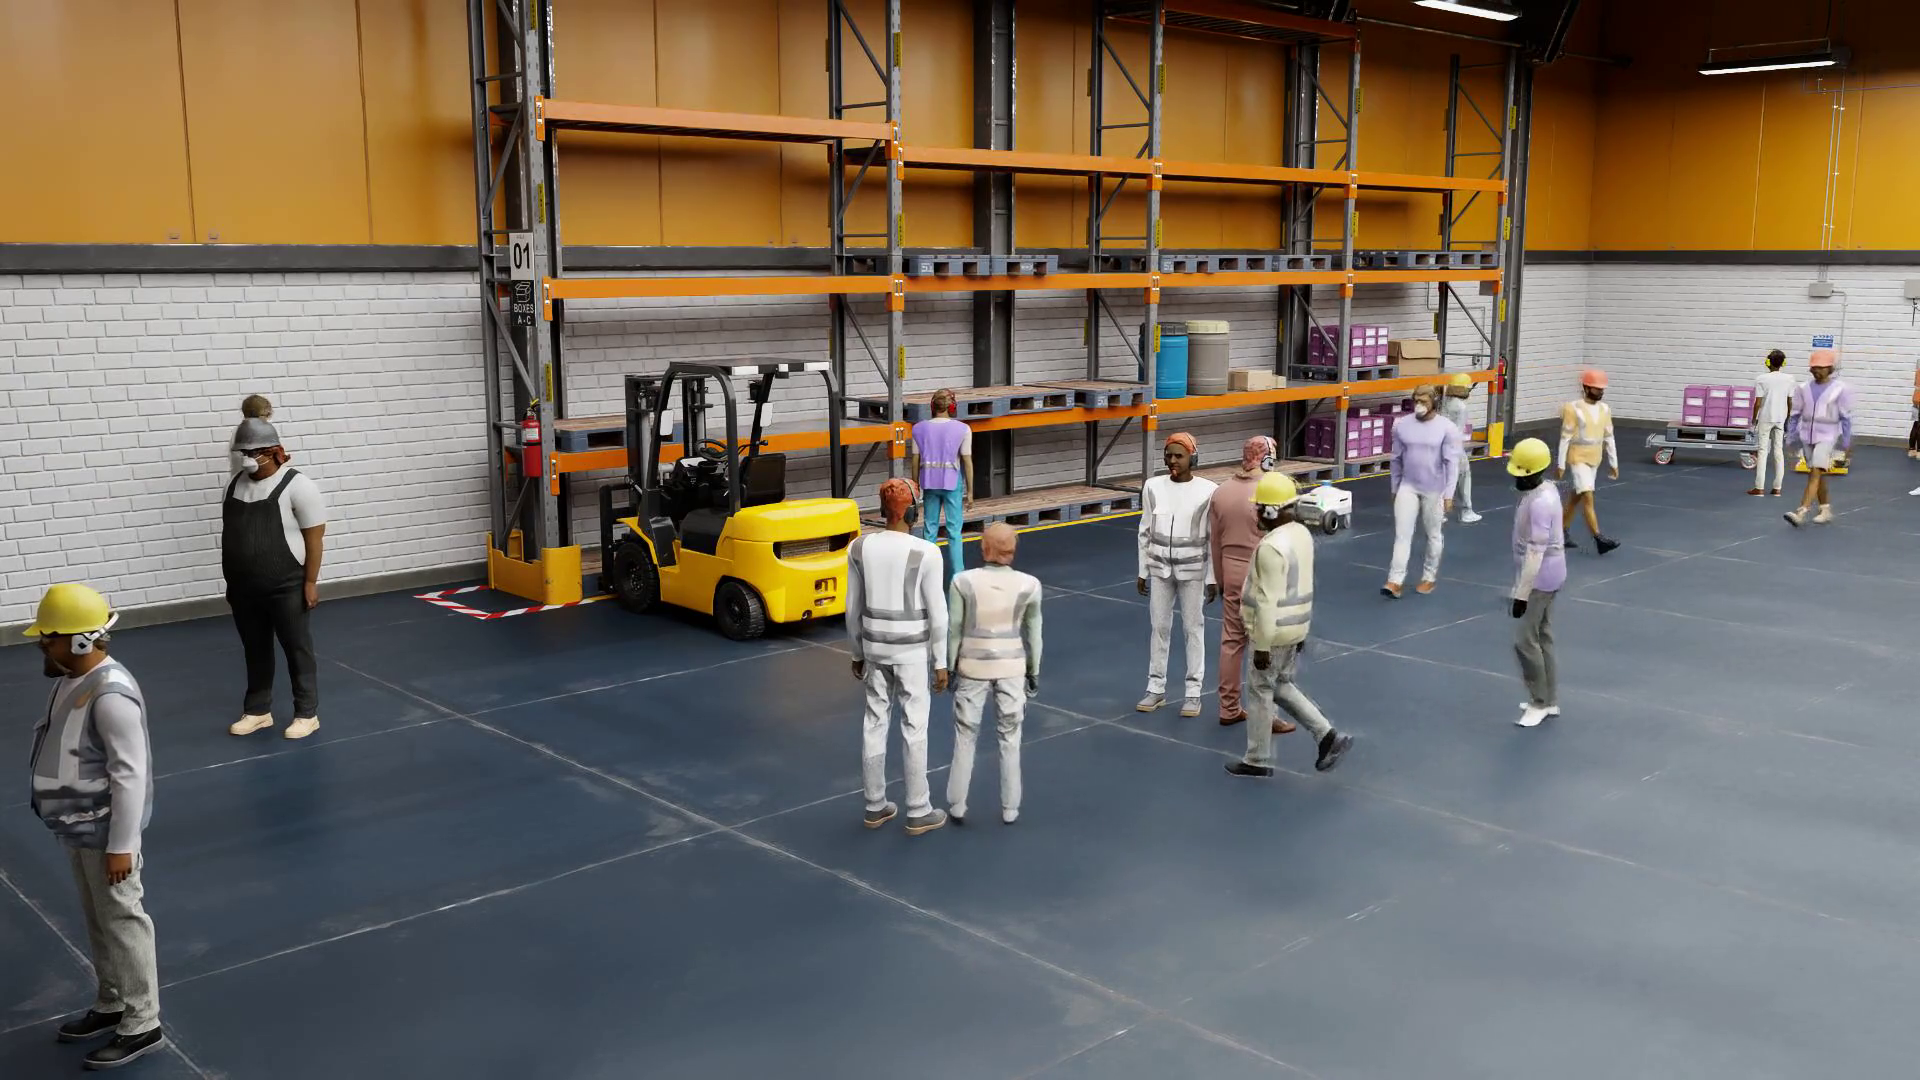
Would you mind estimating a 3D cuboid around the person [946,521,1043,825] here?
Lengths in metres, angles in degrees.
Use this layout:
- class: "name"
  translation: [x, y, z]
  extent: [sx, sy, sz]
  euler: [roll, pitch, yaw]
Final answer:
- class: "person"
  translation: [0.179, 0.716, 8.901]
  extent: [0.528, 1.625, 0.321]
  euler: [0, 10, -2]

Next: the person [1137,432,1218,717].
- class: "person"
  translation: [1.441, 0.227, 11.014]
  extent: [0.573, 1.883, 0.356]
  euler: [5, 11, 26]

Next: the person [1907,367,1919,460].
- class: "person"
  translation: [14.411, -2.039, 24.819]
  extent: [0.319, 1.695, 0.539]
  euler: [1, 10, 8]

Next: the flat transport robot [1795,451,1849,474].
- class: "flat transport robot"
  translation: [12.289, -1.131, 23.672]
  extent: [0.652, 0.197, 1.431]
  euler: [5, 11, 28]

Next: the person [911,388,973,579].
- class: "person"
  translation: [-0.165, -0.446, 15.061]
  extent: [0.565, 1.845, 0.384]
  euler: [3, 10, 15]

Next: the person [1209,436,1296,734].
- class: "person"
  translation: [1.895, 0.284, 10.629]
  extent: [0.407, 1.903, 0.639]
  euler: [-7, 12, -37]

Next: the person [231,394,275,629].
- class: "person"
  translation: [-5.781, -0.227, 13.598]
  extent: [0.443, 1.923, 0.691]
  euler: [-5, 11, -29]

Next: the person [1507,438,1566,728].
- class: "person"
  translation: [3.740, 0.267, 10.809]
  extent: [0.426, 1.885, 0.661]
  euler: [3, 10, 19]

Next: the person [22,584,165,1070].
- class: "person"
  translation: [-3.261, 1.062, 6.266]
  extent: [0.404, 1.830, 0.601]
  euler: [-9, 13, -41]

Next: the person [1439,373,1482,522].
- class: "person"
  translation: [5.673, -1.042, 18.943]
  extent: [0.780, 1.702, 0.482]
  euler: [-4, 11, -24]

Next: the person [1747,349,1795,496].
- class: "person"
  translation: [10.259, -1.481, 21.049]
  extent: [0.513, 1.872, 0.328]
  euler: [0, 10, 0]

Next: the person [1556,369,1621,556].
- class: "person"
  translation: [6.478, -0.801, 17.018]
  extent: [0.573, 1.881, 0.993]
  euler: [-4, 11, -24]

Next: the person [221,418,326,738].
- class: "person"
  translation: [-4.368, 0.242, 10.460]
  extent: [0.689, 2.000, 0.537]
  euler: [2, 10, 14]

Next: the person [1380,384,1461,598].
- class: "person"
  translation: [4.041, -0.410, 14.682]
  extent: [0.660, 1.897, 0.959]
  euler: [7, 12, 34]

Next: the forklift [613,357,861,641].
- class: "forklift"
  translation: [-1.847, -0.414, 13.852]
  extent: [1.214, 2.155, 2.313]
  euler: [-9, 13, -42]

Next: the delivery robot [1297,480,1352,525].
- class: "delivery robot"
  translation: [4.037, -0.418, 18.395]
  extent: [0.477, 0.478, 0.707]
  euler: [8, 13, 40]

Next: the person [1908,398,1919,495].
- class: "person"
  translation: [12.358, -1.490, 20.955]
  extent: [0.386, 1.921, 0.595]
  euler: [-5, 11, -25]

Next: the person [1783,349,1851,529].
- class: "person"
  translation: [9.550, -1.126, 18.606]
  extent: [1.060, 1.987, 0.634]
  euler: [-6, 12, -32]

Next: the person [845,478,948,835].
- class: "person"
  translation: [-0.326, 0.609, 8.771]
  extent: [0.583, 1.882, 0.337]
  euler: [5, 11, 27]

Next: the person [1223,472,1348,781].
- class: "person"
  translation: [1.865, 0.514, 9.535]
  extent: [0.612, 1.814, 0.605]
  euler: [6, 11, 30]
